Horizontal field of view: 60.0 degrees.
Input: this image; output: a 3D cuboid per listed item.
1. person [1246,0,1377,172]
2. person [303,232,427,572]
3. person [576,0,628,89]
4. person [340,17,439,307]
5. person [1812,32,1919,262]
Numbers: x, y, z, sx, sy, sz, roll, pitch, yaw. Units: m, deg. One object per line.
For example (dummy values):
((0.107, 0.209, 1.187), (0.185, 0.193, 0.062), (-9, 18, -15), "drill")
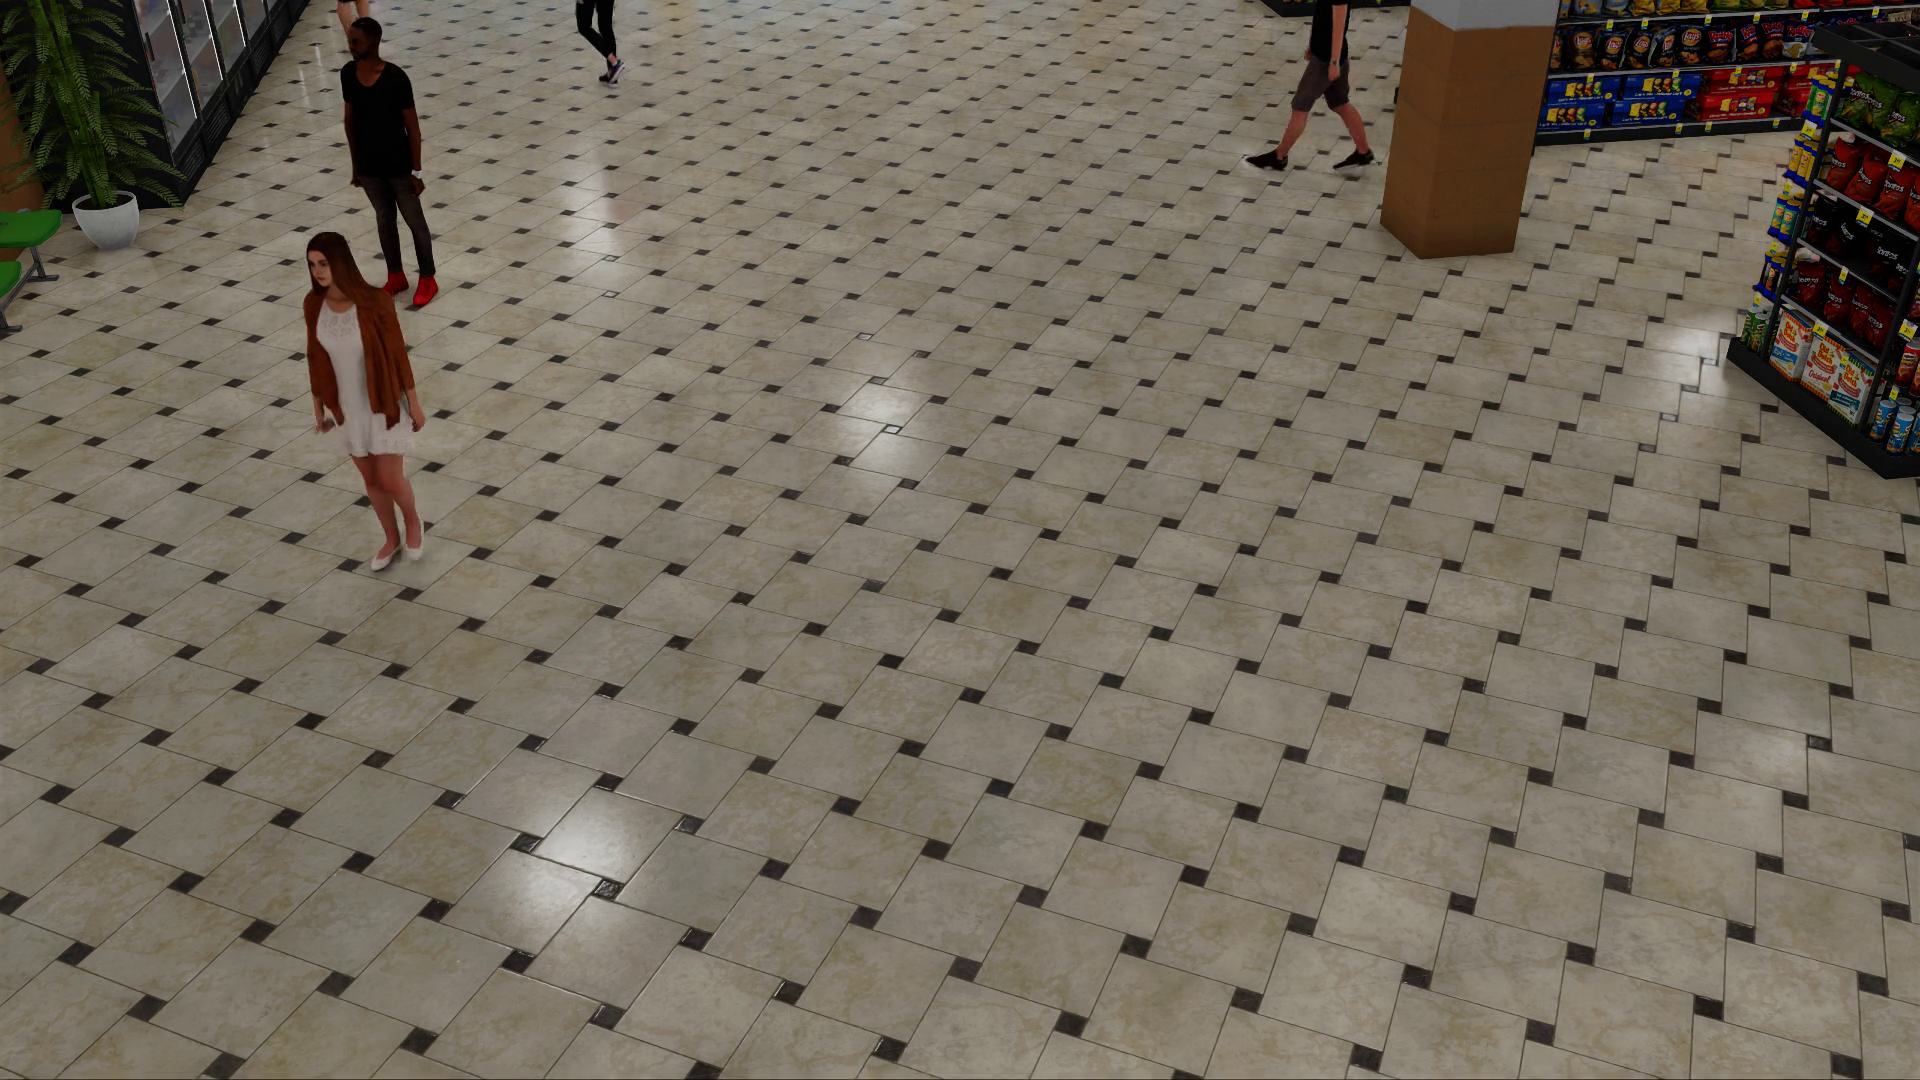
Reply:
((2.835, -3.596, 12.400), (1.304, 1.818, 0.970), (5, 32, 8), "person")
((-2.742, -0.672, 7.802), (0.641, 1.710, 0.786), (4, 32, 7), "person")
((-3.071, -4.718, 14.328), (0.846, 1.686, 0.794), (23, 39, 33), "person")
((-3.592, -2.381, 10.460), (0.628, 1.805, 0.776), (8, 33, 13), "person")
((5.567, -2.264, 10.336), (0.949, 1.736, 0.617), (-9, 33, -14), "person")
